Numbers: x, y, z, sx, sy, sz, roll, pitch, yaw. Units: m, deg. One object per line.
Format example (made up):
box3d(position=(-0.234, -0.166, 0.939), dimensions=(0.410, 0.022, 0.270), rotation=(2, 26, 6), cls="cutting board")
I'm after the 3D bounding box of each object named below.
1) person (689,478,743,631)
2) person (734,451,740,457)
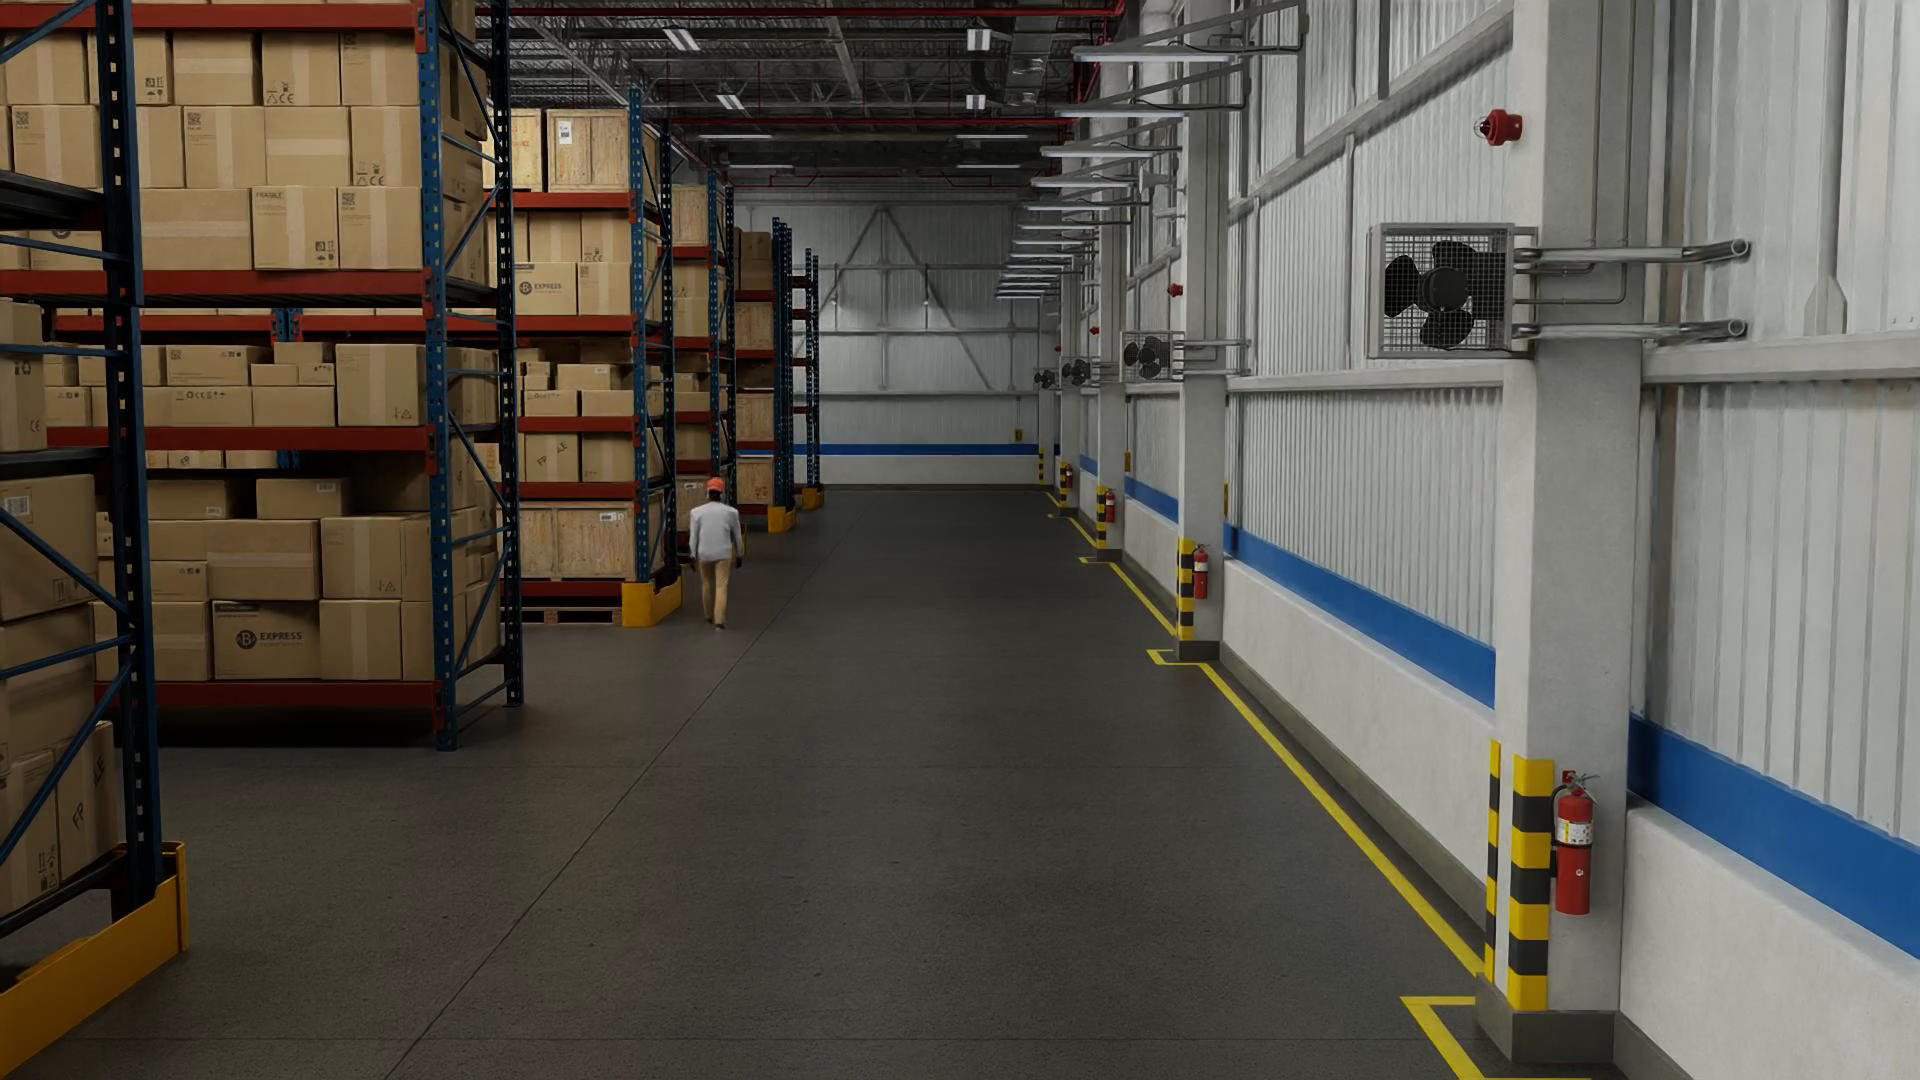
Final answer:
box3d(position=(-2.766, 0.153, 18.905), dimensions=(0.594, 1.699, 0.909), rotation=(0, 5, -3), cls="person")
box3d(position=(-5.187, -1.465, 38.123), dimensions=(0.313, 1.642, 0.513), rotation=(1, 5, 15), cls="person")
